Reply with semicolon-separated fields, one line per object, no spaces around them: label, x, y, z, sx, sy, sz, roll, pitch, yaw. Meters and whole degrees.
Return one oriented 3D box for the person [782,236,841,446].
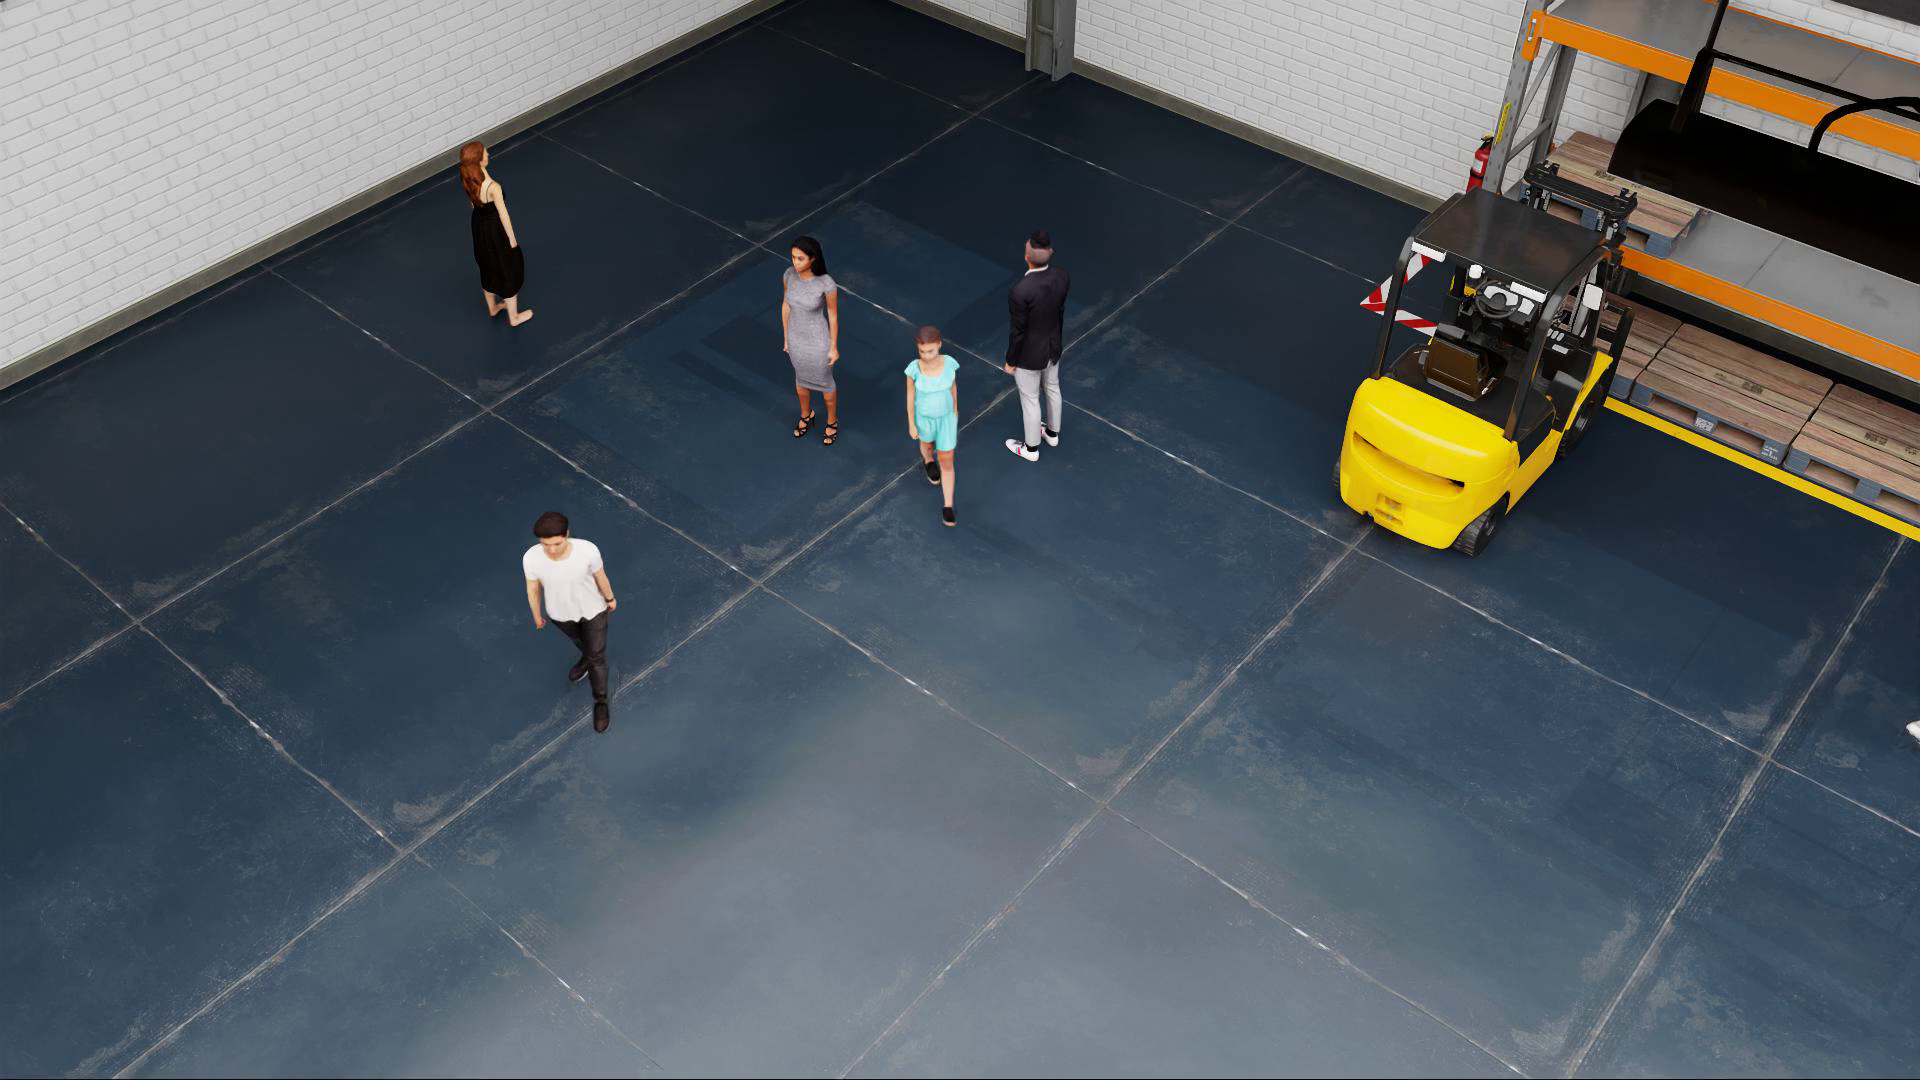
person;-1.087;-1.456;12.215;0.555;1.781;0.709;16;46;16

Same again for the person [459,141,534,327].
person;-3.780;-2.468;13.393;0.512;1.623;0.628;26;50;25

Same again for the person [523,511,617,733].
person;-2.393;0.357;10.385;1.005;1.680;1.042;1;44;1

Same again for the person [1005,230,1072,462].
person;0.573;-1.418;12.048;0.735;1.957;0.650;-31;52;-28

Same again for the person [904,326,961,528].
person;-0.210;-0.916;11.845;0.985;1.510;1.095;-8;44;-8
